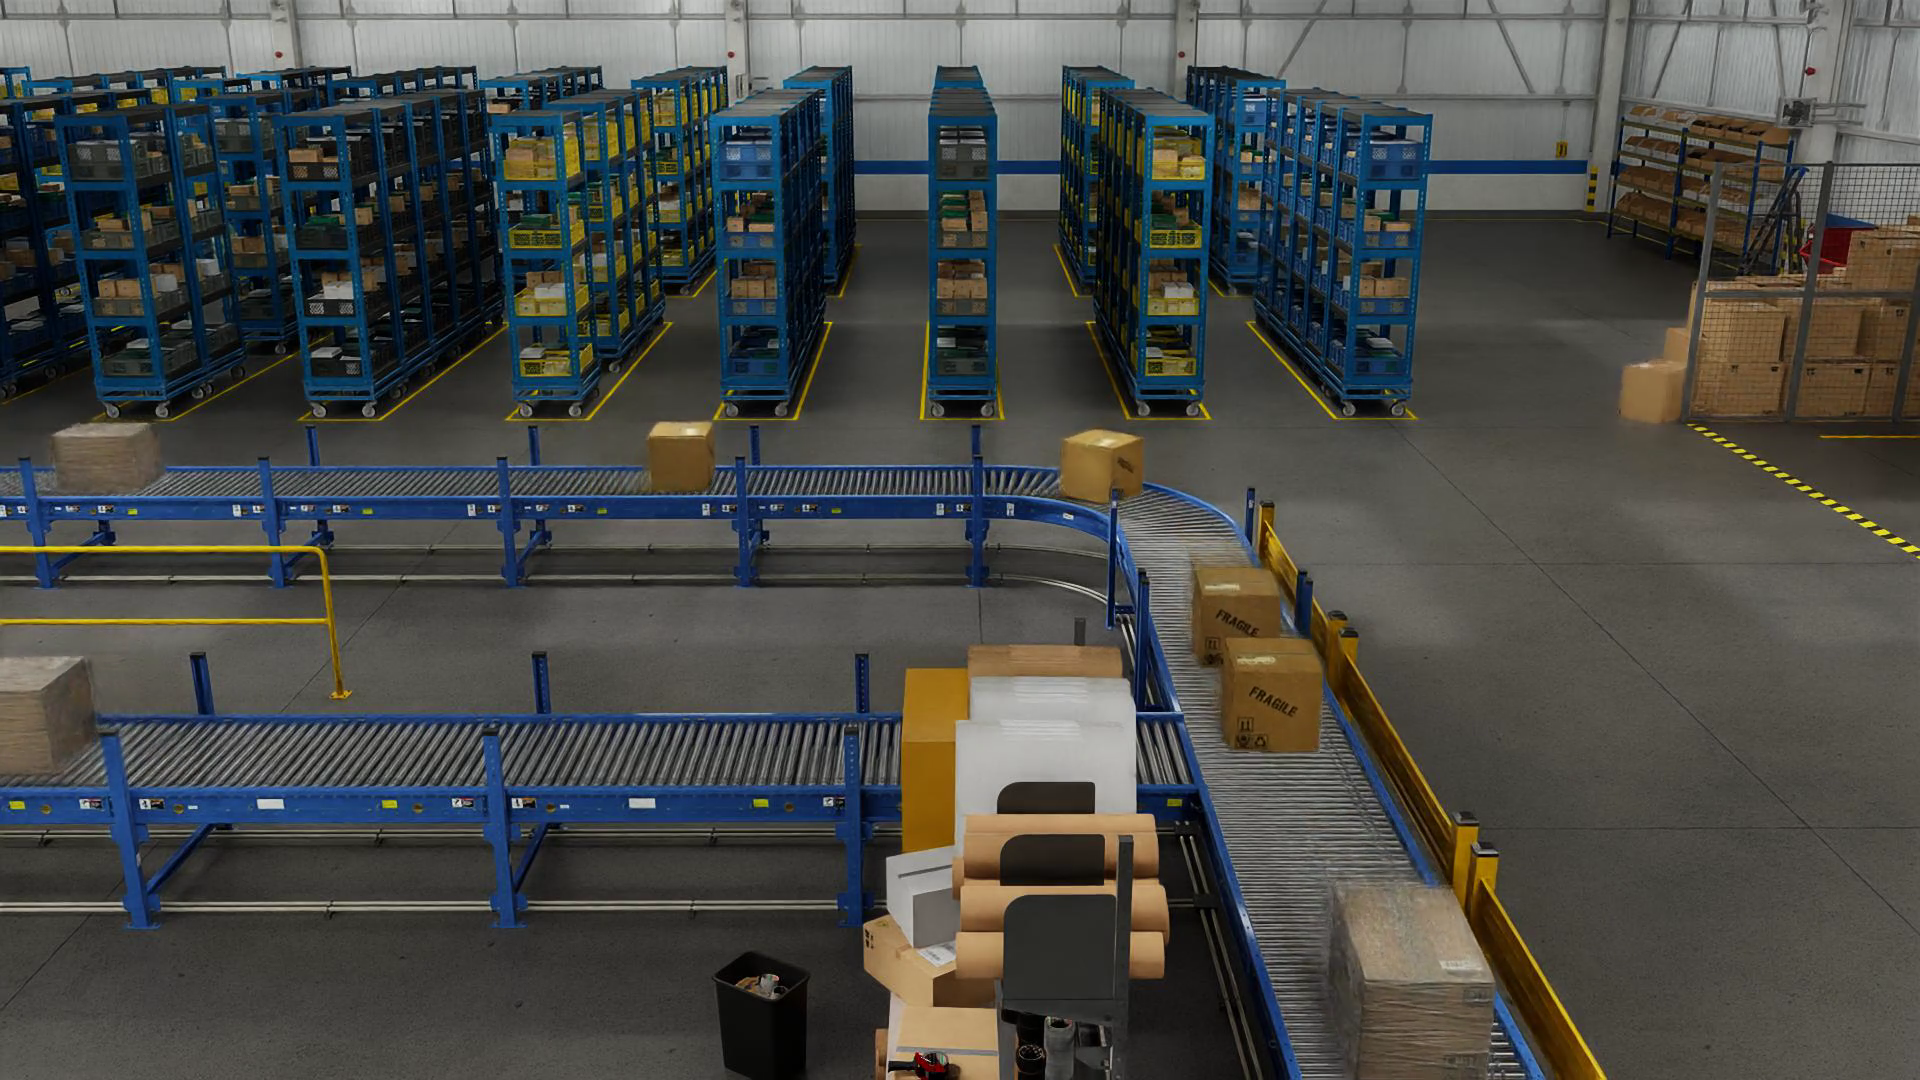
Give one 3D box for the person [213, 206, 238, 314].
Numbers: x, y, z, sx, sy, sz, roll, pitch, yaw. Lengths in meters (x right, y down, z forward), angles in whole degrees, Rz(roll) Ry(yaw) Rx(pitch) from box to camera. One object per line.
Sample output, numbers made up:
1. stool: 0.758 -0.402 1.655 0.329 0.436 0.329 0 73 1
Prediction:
1. person: -11.749 -4.544 26.711 0.412 1.820 0.606 -12 21 -33
